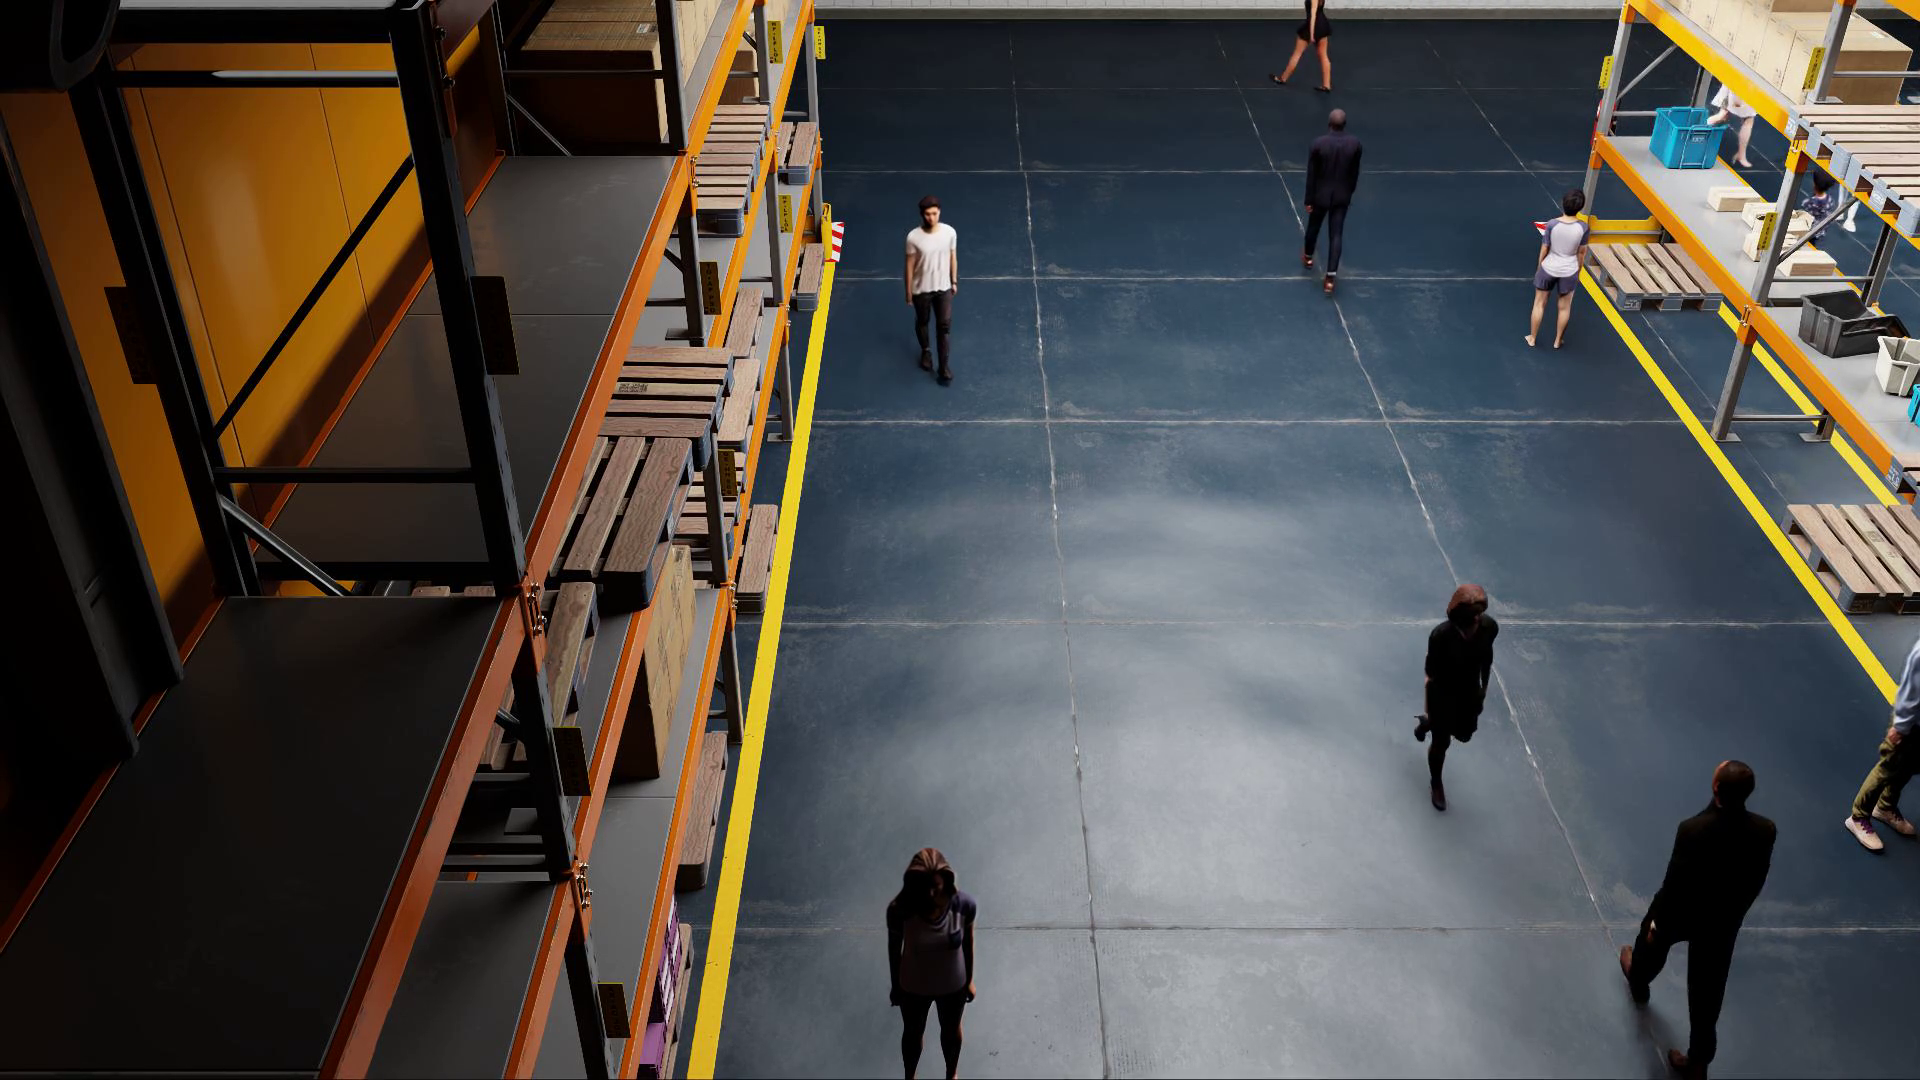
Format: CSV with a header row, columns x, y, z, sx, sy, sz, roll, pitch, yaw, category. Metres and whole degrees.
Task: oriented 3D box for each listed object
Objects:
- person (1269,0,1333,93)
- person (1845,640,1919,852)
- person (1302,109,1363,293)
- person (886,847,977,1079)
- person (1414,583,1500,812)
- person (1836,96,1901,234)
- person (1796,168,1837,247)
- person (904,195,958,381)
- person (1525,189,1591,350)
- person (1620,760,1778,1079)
x,y,z,sx,sy,sz,roll,pitch,yaw,category
4.684,-6.606,21.593,1.017,1.638,1.069,21,39,29,person
5.749,1.051,9.918,0.758,1.810,0.728,-15,36,-21,person
3.707,-3.351,16.573,0.764,1.774,1.198,3,34,4,person
-0.140,2.180,8.290,0.610,1.732,0.569,-4,34,-5,person
2.996,0.901,10.253,0.716,1.689,0.870,-8,35,-12,person
9.748,-4.297,18.002,0.833,1.767,1.062,13,36,18,person
8.560,-3.103,16.679,0.520,1.244,0.508,-3,34,-5,person
-0.271,-2.358,15.143,0.730,1.703,0.905,-6,34,-8,person
5.602,-2.537,15.537,0.618,1.566,0.603,9,35,13,person
3.804,1.977,8.469,0.733,1.872,1.231,0,34,0,person
